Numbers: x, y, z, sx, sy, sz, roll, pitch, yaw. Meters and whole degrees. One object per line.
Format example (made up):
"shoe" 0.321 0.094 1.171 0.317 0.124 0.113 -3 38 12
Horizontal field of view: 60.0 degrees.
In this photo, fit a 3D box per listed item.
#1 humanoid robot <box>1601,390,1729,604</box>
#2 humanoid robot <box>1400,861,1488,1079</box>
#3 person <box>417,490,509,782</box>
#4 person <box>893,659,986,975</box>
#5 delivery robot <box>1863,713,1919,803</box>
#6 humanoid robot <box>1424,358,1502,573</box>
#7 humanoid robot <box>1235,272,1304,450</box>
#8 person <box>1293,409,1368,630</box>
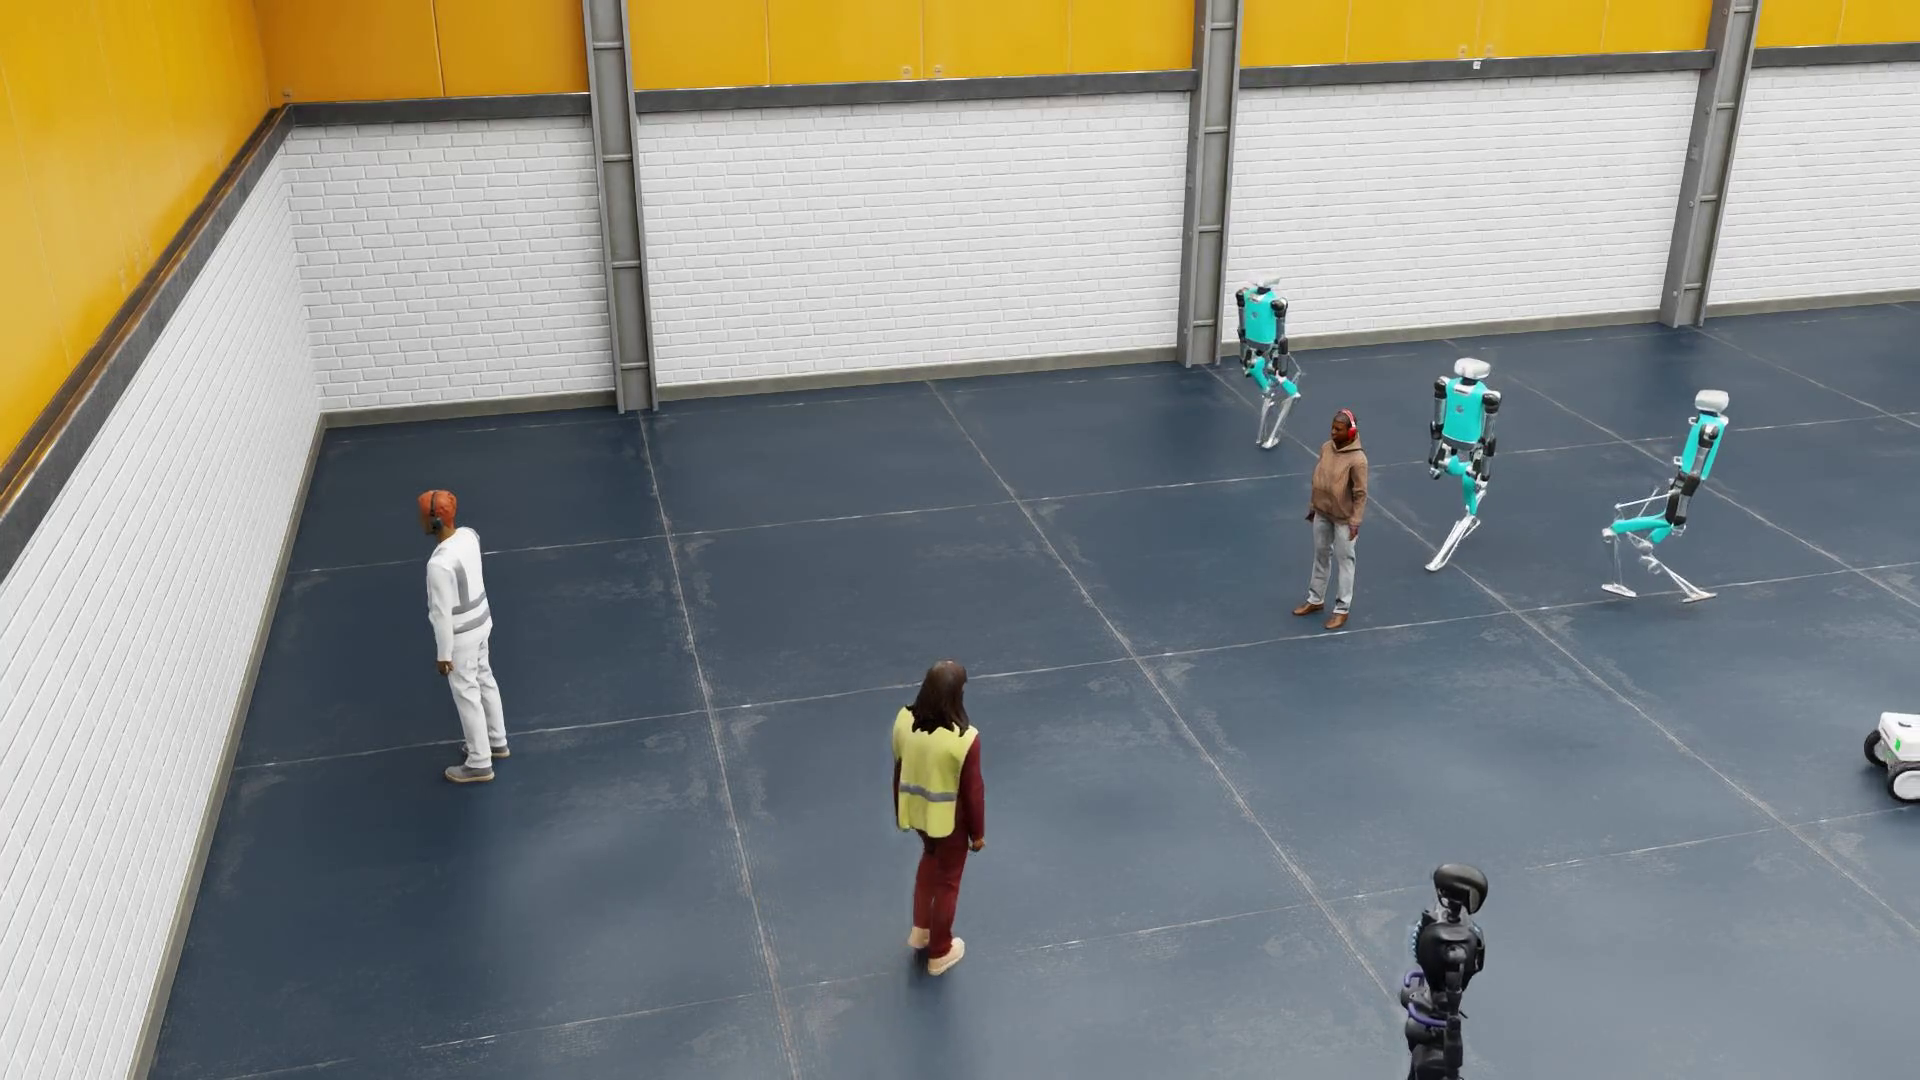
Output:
"humanoid robot" 5.126 -0.286 12.205 1.027 1.725 0.549 10 26 21
"humanoid robot" 1.941 2.043 6.989 0.638 1.635 0.610 3 24 8
"person" -3.017 0.573 10.072 0.348 1.877 0.569 2 24 4
"person" -0.089 1.393 8.349 0.500 1.751 0.458 15 28 30
"delivery robot" 5.948 1.284 10.104 0.786 0.608 0.499 4 24 10
"humanoid robot" 4.058 -0.642 13.075 0.539 1.775 1.040 21 31 39
"humanoid robot" 2.889 -1.612 15.262 0.824 1.817 0.538 -20 31 -38
"person" 2.722 -0.164 12.012 0.327 1.651 0.458 -17 29 -33
